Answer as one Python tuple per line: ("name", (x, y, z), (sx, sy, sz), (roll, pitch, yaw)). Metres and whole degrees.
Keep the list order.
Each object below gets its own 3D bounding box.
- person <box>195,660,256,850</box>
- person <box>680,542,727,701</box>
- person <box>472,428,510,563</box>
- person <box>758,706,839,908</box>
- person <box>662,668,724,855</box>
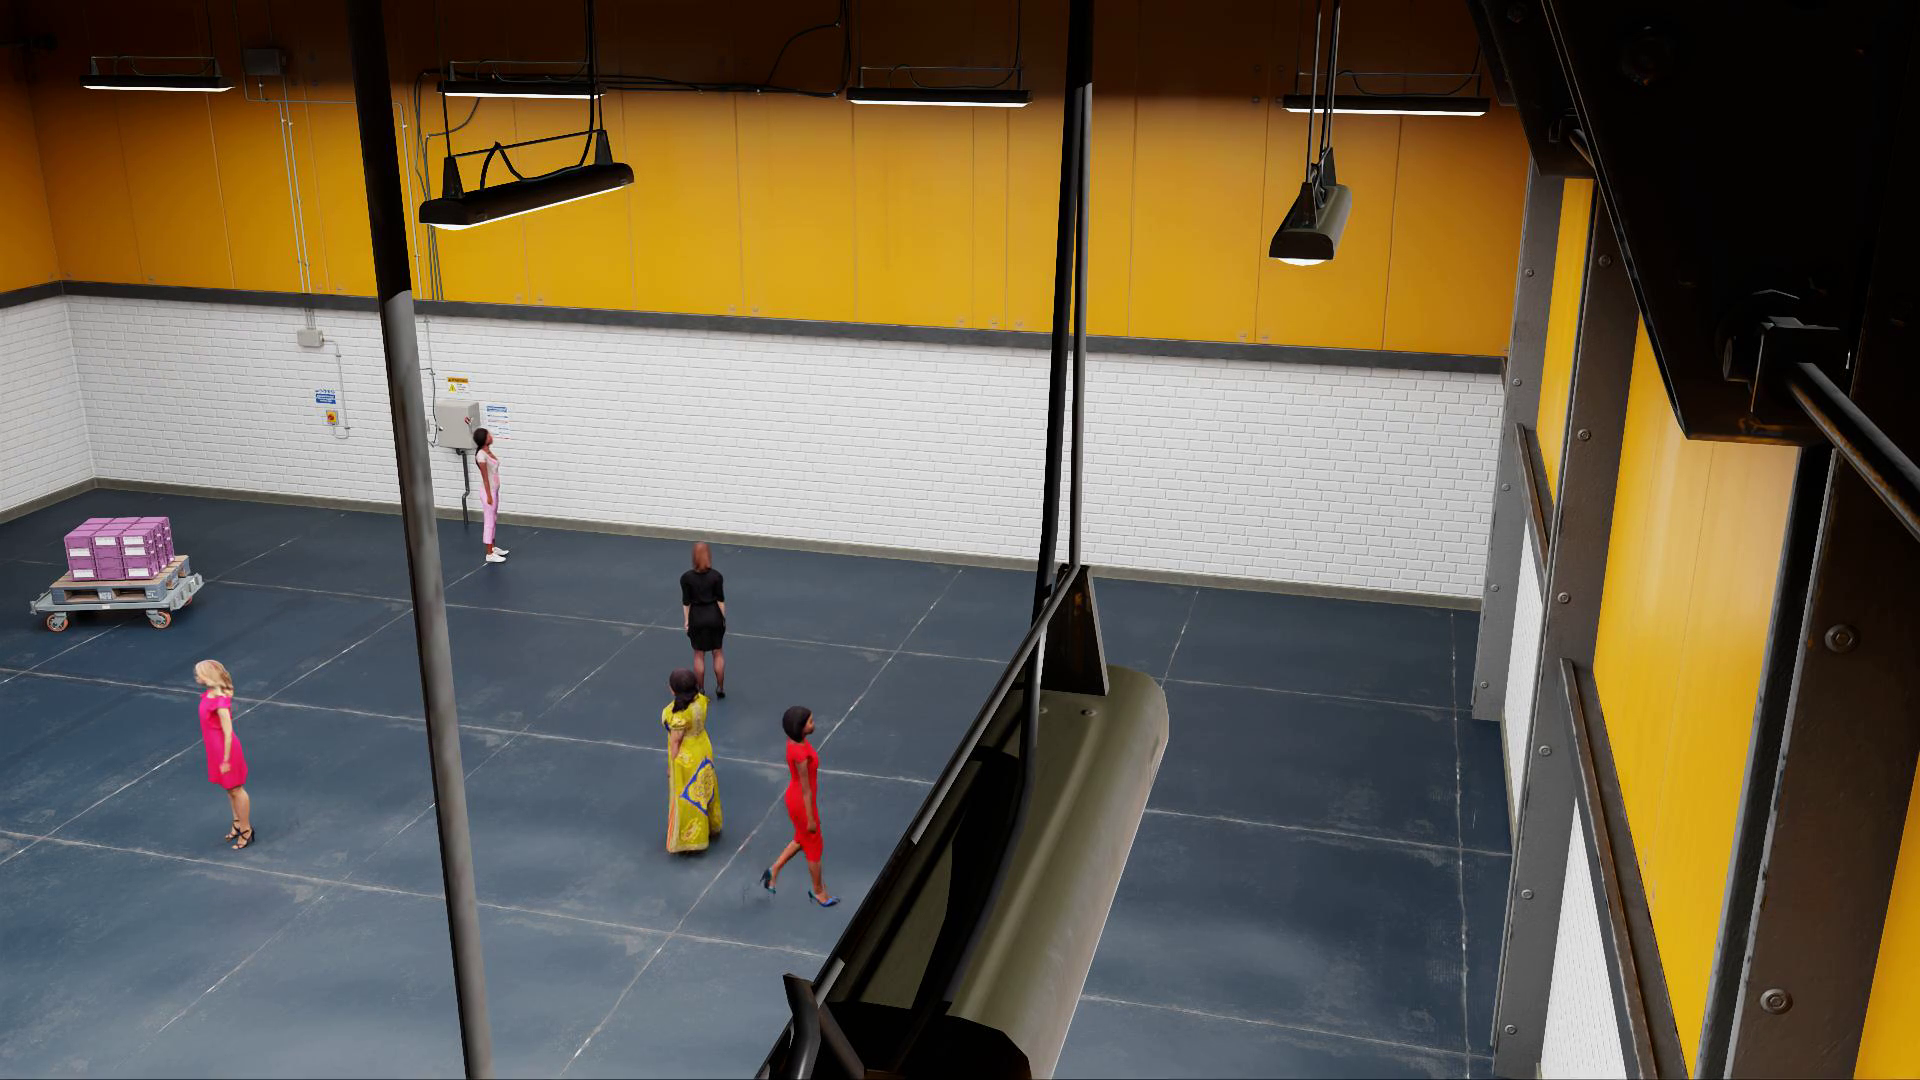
("person", (-6.258, 1.798, 14.184), (0.718, 1.726, 0.669), (-12, 22, -32))
("person", (-2.608, 0.842, 17.057), (0.651, 1.705, 0.624), (-2, 19, -7))
("person", (-6.024, -0.592, 21.266), (0.699, 1.737, 0.572), (-2, 19, -6))
("person", (-1.301, 2.127, 13.193), (0.863, 1.735, 0.891), (-4, 19, -10))
("person", (-2.298, 1.856, 14.118), (0.946, 1.660, 0.757), (8, 20, 22))
